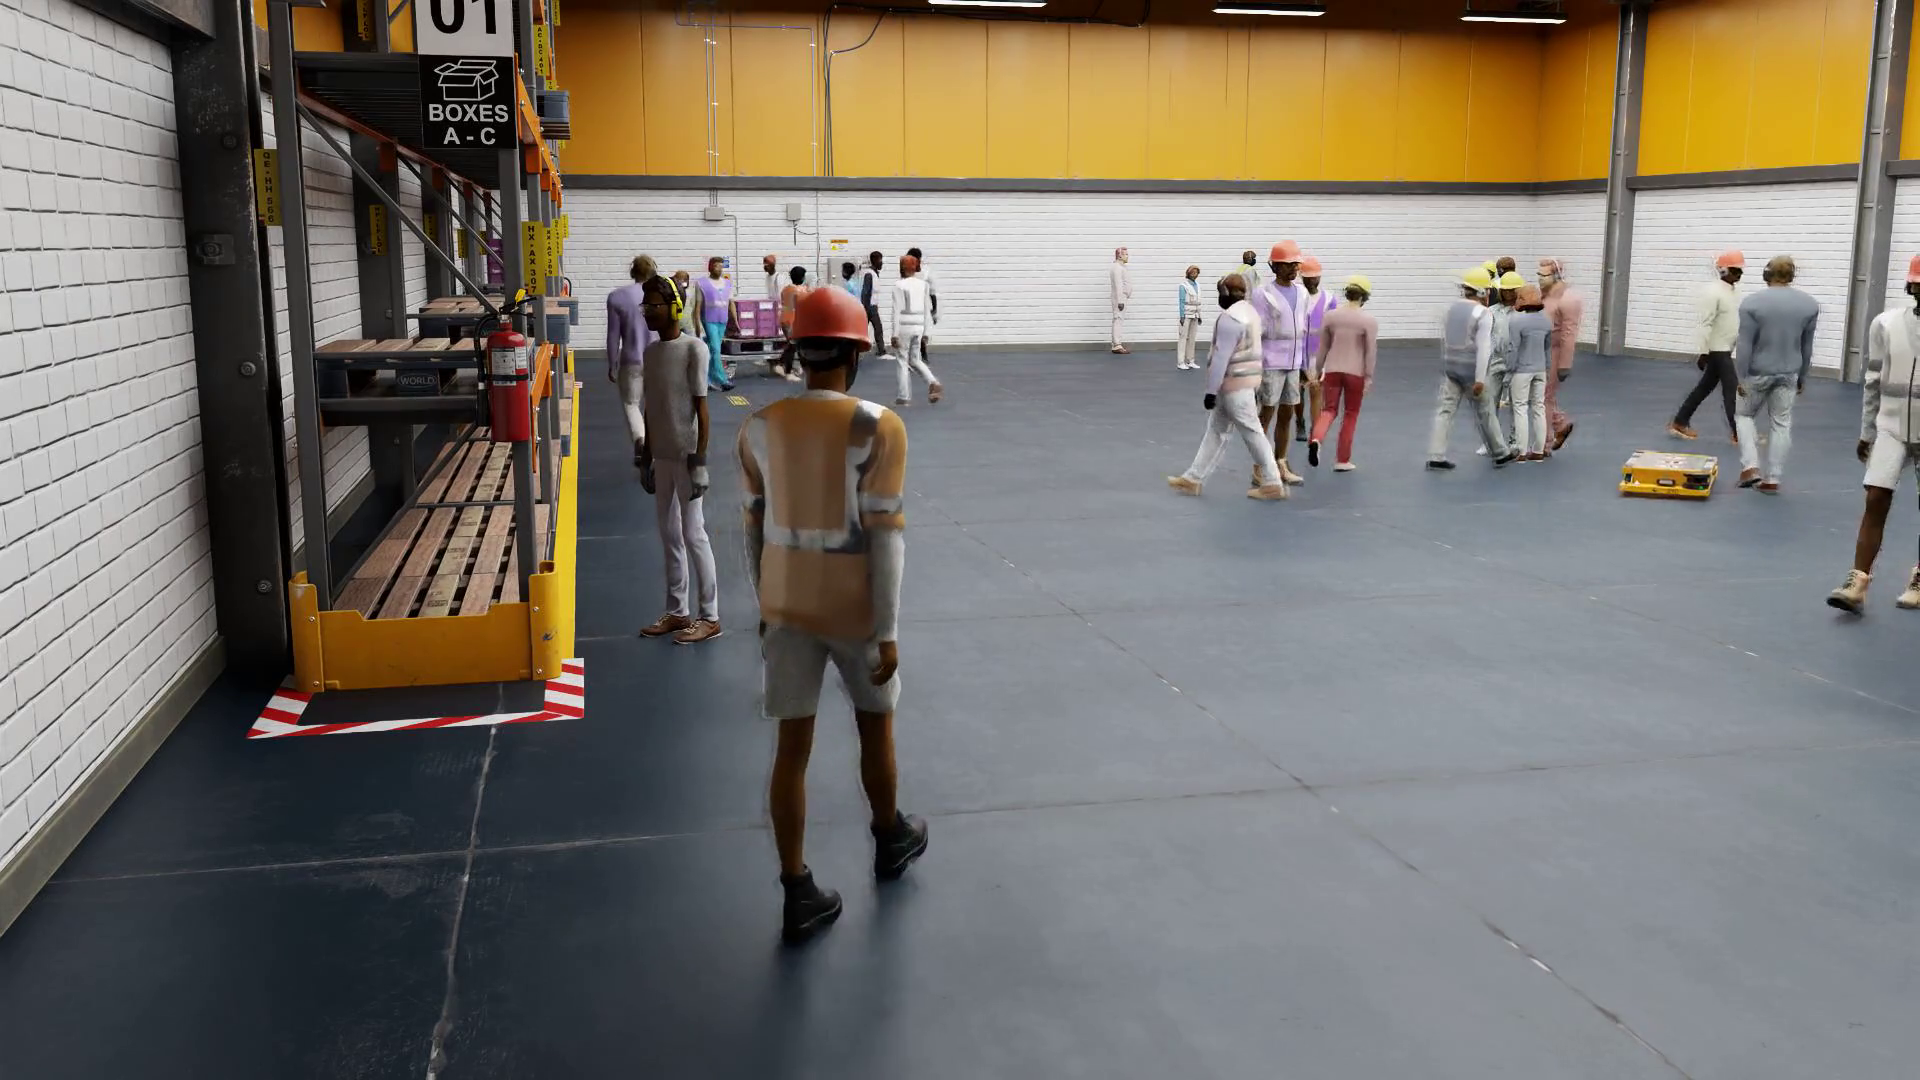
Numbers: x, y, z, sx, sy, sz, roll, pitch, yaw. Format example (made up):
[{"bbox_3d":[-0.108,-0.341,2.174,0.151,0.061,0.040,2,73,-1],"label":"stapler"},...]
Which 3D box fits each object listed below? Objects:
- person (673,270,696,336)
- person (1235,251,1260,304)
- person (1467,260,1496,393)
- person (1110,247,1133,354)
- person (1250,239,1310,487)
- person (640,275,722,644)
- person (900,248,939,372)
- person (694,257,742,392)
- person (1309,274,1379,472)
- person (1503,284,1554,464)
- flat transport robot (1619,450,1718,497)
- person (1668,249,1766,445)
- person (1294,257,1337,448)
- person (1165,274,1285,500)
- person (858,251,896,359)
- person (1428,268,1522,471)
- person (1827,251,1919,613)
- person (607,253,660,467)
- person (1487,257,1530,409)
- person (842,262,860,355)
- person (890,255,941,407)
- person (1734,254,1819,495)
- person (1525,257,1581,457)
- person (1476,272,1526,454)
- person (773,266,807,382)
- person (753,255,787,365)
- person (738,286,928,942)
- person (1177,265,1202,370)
[{"bbox_3d":[-4.058,-3.091,23.999,0.534,1.618,0.489,-6,12,-31],"label":"person"},{"bbox_3d":[5.207,-4.298,30.073,0.429,1.845,0.621,-3,11,-15],"label":"person"},{"bbox_3d":[6.965,-2.818,22.081,0.533,1.767,0.322,4,11,22],"label":"person"},{"bbox_3d":[2.902,-4.314,29.979,0.410,1.909,0.642,0,10,2],"label":"person"},{"bbox_3d":[2.663,-1.449,13.728,0.616,2.041,0.379,-7,12,-34],"label":"person"},{"bbox_3d":[-1.450,-0.400,8.459,0.517,1.855,0.322,9,14,42],"label":"person"},{"bbox_3d":[-0.696,-3.565,25.813,0.599,1.900,1.015,6,12,30],"label":"person"},{"bbox_3d":[-3.212,-2.879,22.311,0.928,1.798,0.562,10,14,43],"label":"person"},{"bbox_3d":[3.337,-1.439,14.508,0.569,1.732,0.602,8,13,37],"label":"person"},{"bbox_3d":[5.193,-1.515,15.231,0.503,1.631,0.283,-4,11,-21],"label":"person"},{"bbox_3d":[5.852,-0.556,13.694,0.652,0.197,1.431,5,11,26],"label":"flat transport robot"},{"bbox_3d":[7.639,-1.940,16.730,0.617,1.953,1.019,-10,14,-44],"label":"person"},{"bbox_3d":[3.460,-1.864,16.516,0.534,1.881,1.048,2,10,12],"label":"person"},{"bbox_3d":[2.147,-1.206,13.149,0.993,1.773,0.648,4,11,20],"label":"person"},{"bbox_3d":[-1.618,-4.011,28.436,0.978,1.872,0.631,1,10,5],"label":"person"},{"bbox_3d":[4.556,-1.496,14.696,0.914,1.785,0.593,-5,11,-27],"label":"person"},{"bbox_3d":[5.106,-0.567,8.952,0.988,1.997,0.629,-9,14,-42],"label":"person"},{"bbox_3d":[-2.768,-1.548,14.611,0.644,1.923,0.557,-3,11,-16],"label":"person"},{"bbox_3d":[6.575,-2.497,20.117,0.621,1.837,0.429,-5,11,-25],"label":"person"},{"bbox_3d":[-1.884,-3.784,27.671,0.372,1.673,0.558,1,10,4],"label":"person"},{"bbox_3d":[-0.561,-2.532,20.252,0.615,1.866,0.583,10,14,44],"label":"person"},{"bbox_3d":[6.515,-1.322,13.356,0.625,1.924,0.456,1,10,6],"label":"person"},{"bbox_3d":[5.549,-1.701,15.578,0.536,1.879,0.674,-2,10,-12],"label":"person"},{"bbox_3d":[5.164,-1.656,15.712,0.493,1.740,0.325,6,12,29],"label":"person"},{"bbox_3d":[-2.390,-3.094,23.893,0.380,1.674,0.553,-6,12,-30],"label":"person"},{"bbox_3d":[-2.908,-3.777,27.330,1.057,1.814,0.555,-9,14,-42],"label":"person"},{"bbox_3d":[-0.373,0.187,5.070,0.557,1.888,0.942,3,11,18],"label":"person"},{"bbox_3d":[3.639,-3.516,26.307,0.514,1.637,0.315,-10,14,-44],"label":"person"}]
